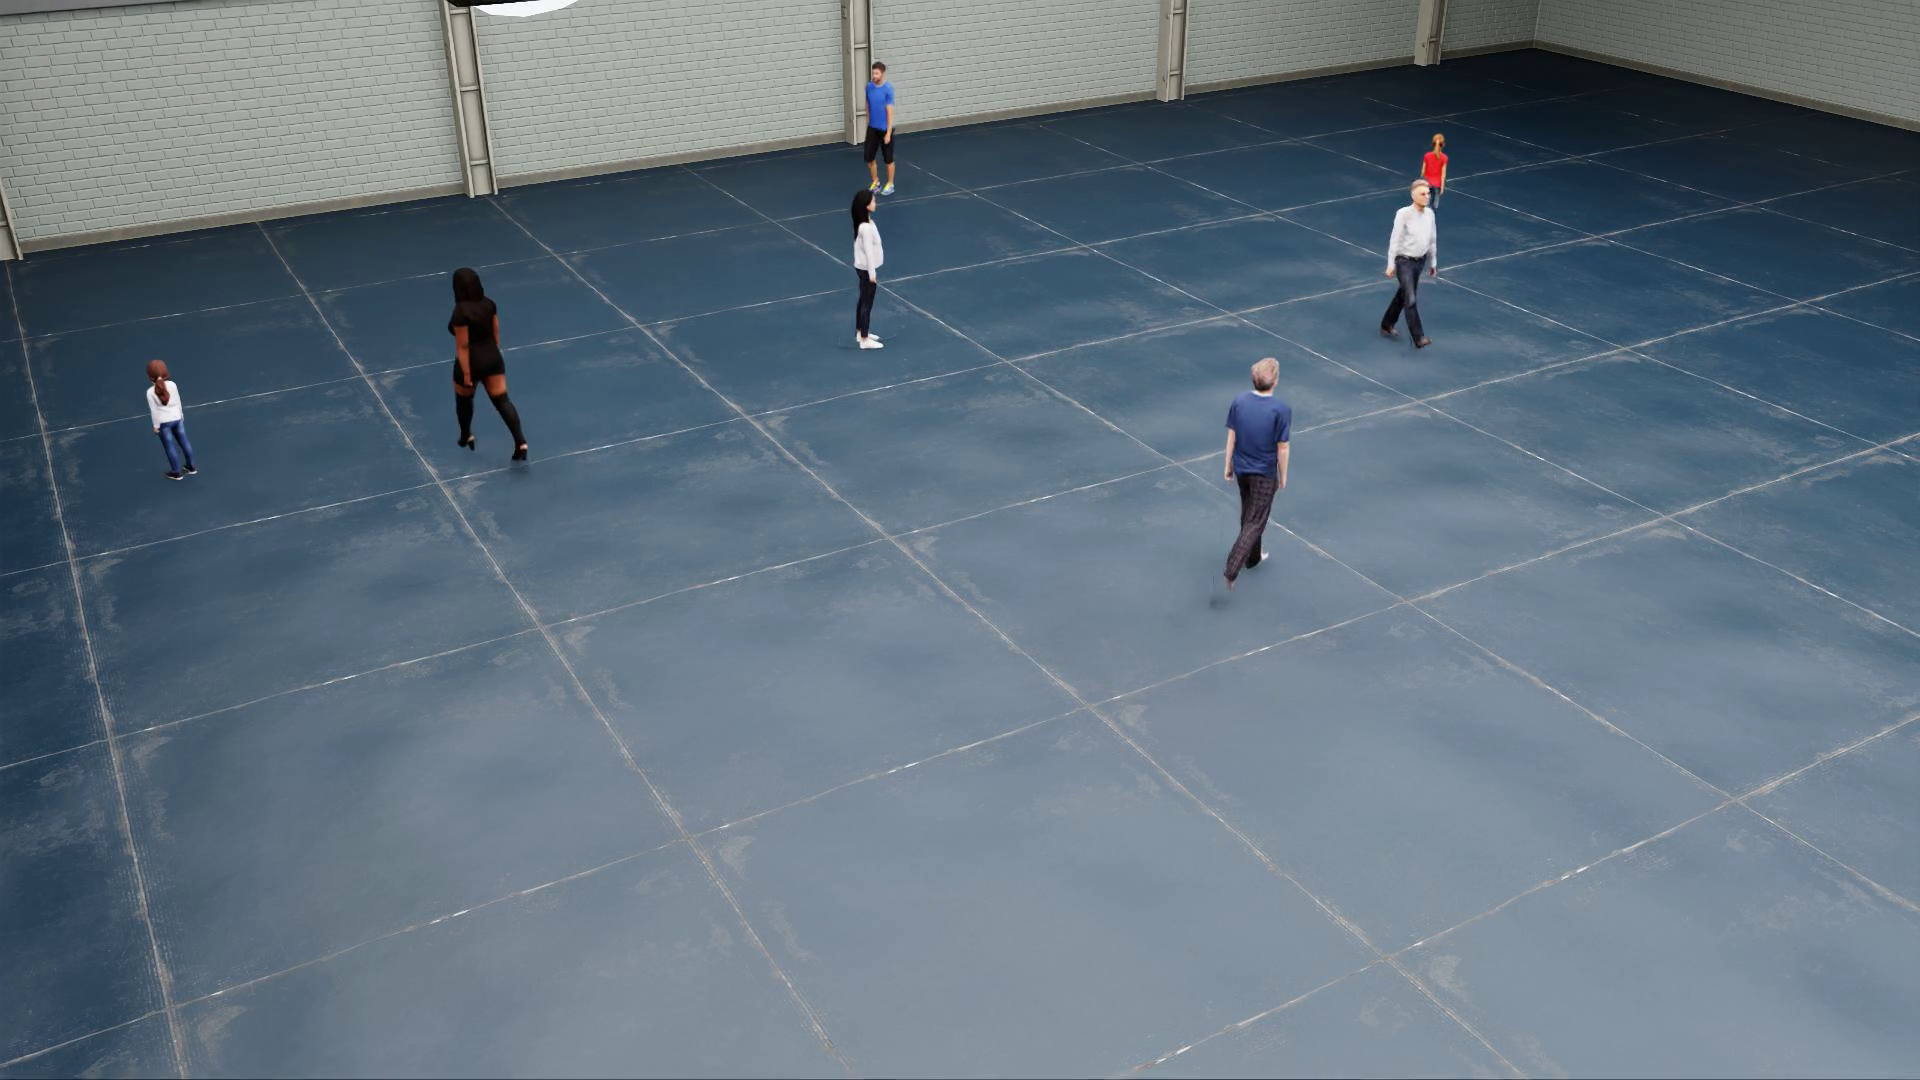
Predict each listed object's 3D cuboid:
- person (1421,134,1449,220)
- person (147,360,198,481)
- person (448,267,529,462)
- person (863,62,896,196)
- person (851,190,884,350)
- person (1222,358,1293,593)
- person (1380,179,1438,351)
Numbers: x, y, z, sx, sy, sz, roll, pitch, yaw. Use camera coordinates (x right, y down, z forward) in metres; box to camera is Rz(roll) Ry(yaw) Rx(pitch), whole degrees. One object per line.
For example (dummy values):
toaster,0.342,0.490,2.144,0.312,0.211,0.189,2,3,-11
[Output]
person,6.044,-4.530,21.351,0.780,1.288,0.950,13,30,23
person,-7.075,-1.089,14.861,0.579,1.110,0.501,16,31,29
person,-4.239,-1.518,14.930,0.981,1.810,1.215,21,34,35
person,-1.037,-5.700,23.019,0.820,1.839,0.883,14,30,25
person,-1.003,-2.896,17.726,0.648,1.701,0.681,-6,28,-11
person,2.243,-0.473,12.868,0.962,1.840,1.215,19,33,32
person,4.767,-2.981,17.807,1.080,1.778,0.784,-13,30,-23
